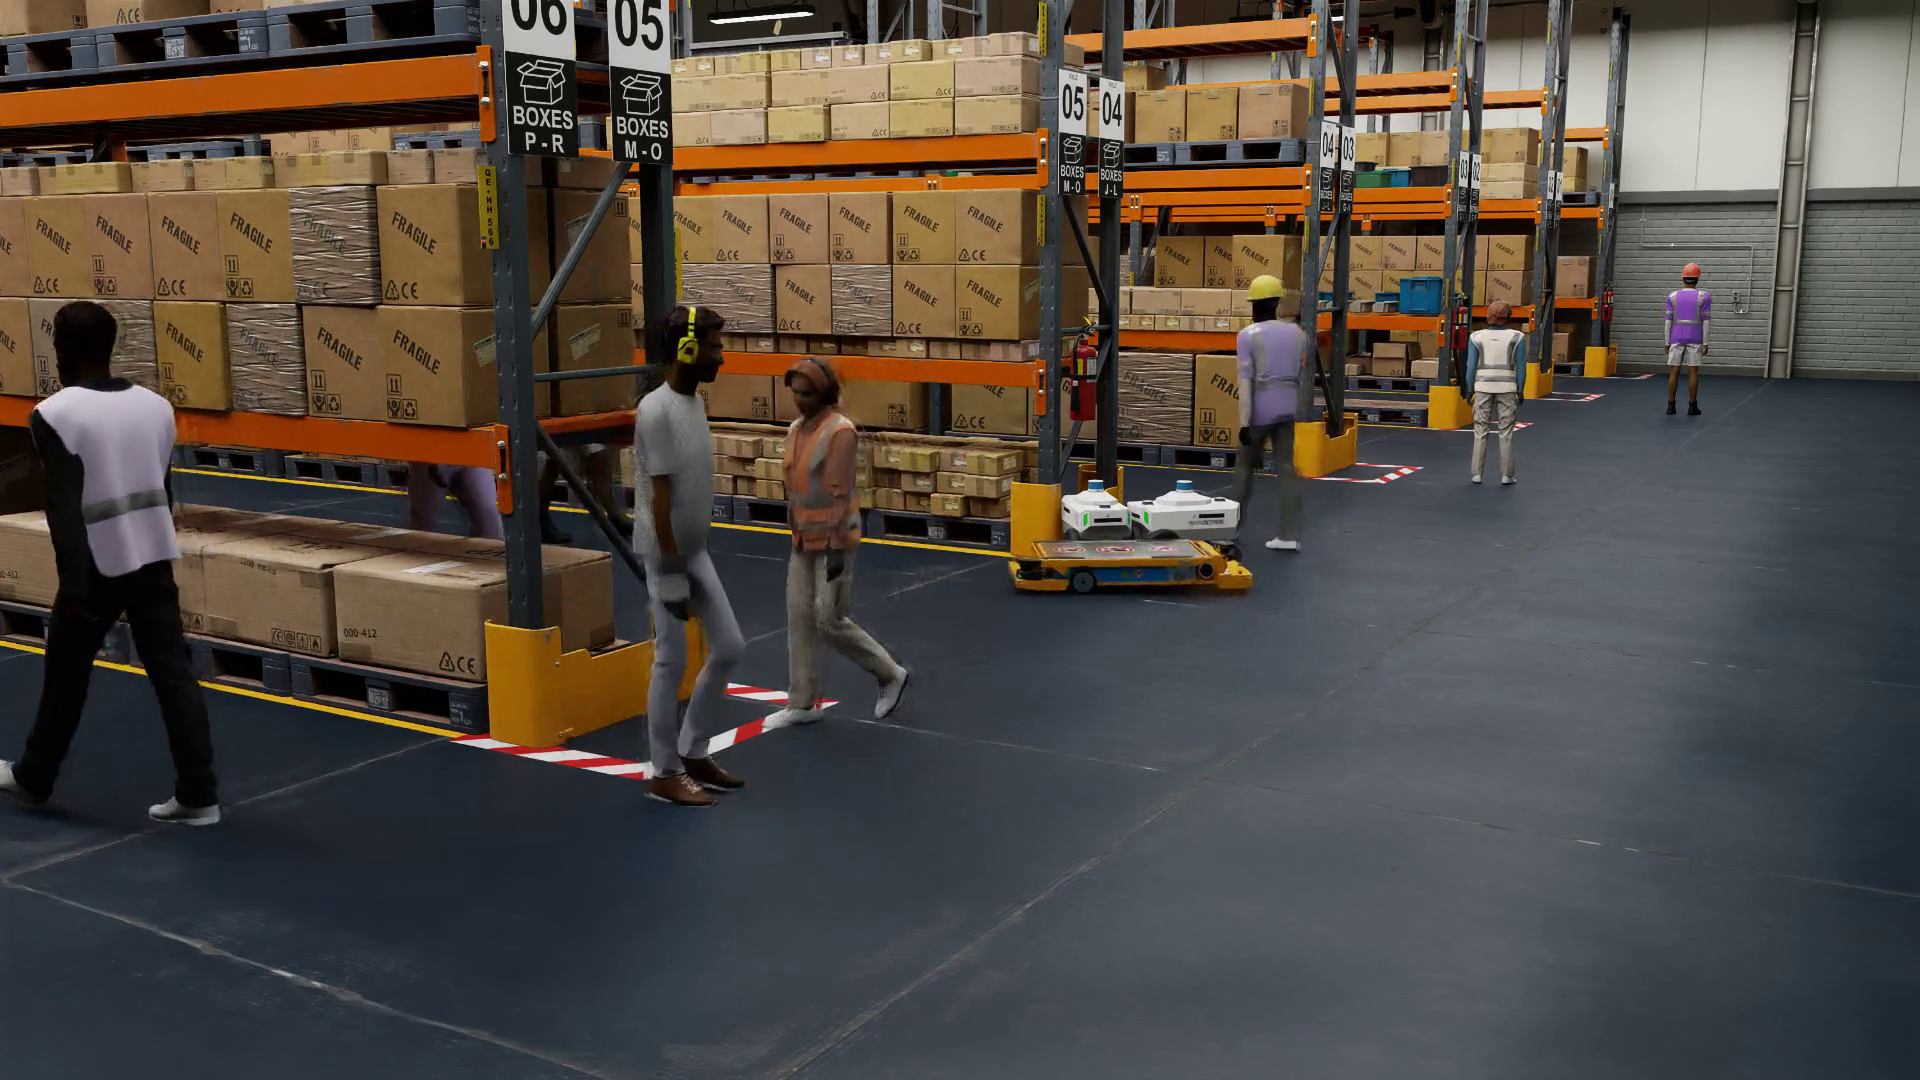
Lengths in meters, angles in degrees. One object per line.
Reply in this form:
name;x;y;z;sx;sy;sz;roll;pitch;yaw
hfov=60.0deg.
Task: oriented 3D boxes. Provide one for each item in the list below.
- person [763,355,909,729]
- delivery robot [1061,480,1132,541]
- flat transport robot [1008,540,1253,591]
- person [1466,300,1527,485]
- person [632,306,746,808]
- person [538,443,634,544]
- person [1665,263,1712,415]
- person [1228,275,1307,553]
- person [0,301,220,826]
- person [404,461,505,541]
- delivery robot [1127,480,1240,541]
person;-0.546;0.016;7.126;0.523;1.623;0.530;-7;12;-34
delivery robot;0.892;-0.155;10.960;0.477;0.478;0.707;-1;10;-9
flat transport robot;1.036;0.148;10.289;1.431;0.197;0.652;-1;10;-4
person;4.761;-1.304;14.788;0.512;1.642;0.312;4;11;24
person;-0.994;0.079;6.085;0.420;1.850;0.579;3;10;18
person;-2.625;-0.894;11.635;0.929;1.894;0.566;3;10;17
person;9.300;-2.562;21.270;0.548;1.942;0.347;6;12;33
person;2.090;-0.888;11.606;0.611;1.884;0.938;-5;11;-25
person;-3.094;0.091;5.956;1.006;1.859;0.608;4;10;20
person;-2.761;-0.460;9.210;0.965;1.861;0.652;6;12;33
delivery robot;1.470;-0.149;10.925;0.707;0.478;0.477;-3;10;-17
